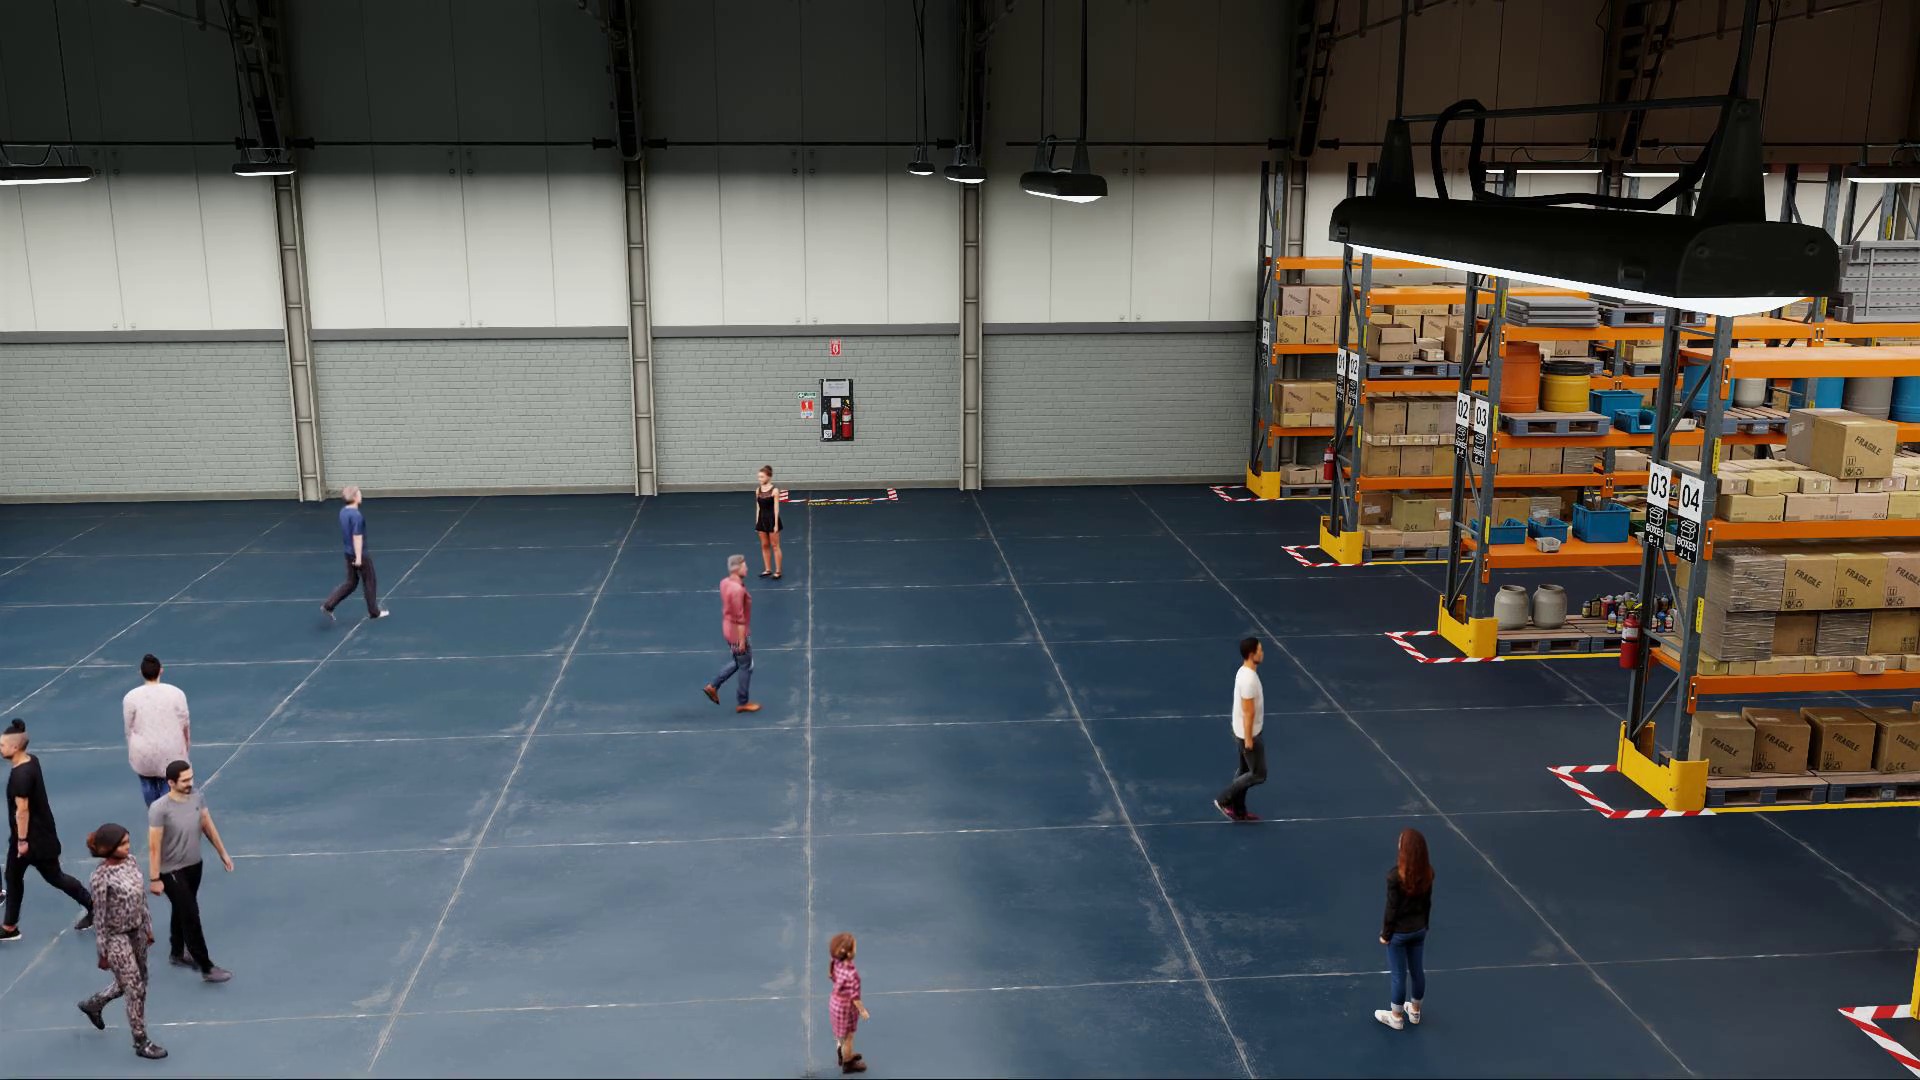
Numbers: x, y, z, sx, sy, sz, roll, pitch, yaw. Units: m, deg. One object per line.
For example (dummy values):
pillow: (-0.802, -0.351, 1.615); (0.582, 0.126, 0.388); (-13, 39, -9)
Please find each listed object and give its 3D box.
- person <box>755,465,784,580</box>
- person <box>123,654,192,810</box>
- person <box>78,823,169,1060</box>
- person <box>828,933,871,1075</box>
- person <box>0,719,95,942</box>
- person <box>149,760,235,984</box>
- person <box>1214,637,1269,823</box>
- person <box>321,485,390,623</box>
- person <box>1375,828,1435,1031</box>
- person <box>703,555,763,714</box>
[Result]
person: (-2.808, -0.269, 24.490); (0.674, 1.681, 0.752); (8, 15, 31)
person: (-7.262, 1.897, 15.037); (0.817, 1.726, 0.869); (-5, 14, -20)
person: (-5.813, 2.747, 11.429); (1.023, 1.699, 0.776); (4, 14, 17)
person: (-0.796, 3.139, 11.242); (0.552, 1.019, 0.507); (-7, 15, -28)
person: (-7.198, 2.296, 13.099); (1.282, 1.824, 0.999); (-7, 15, -27)
person: (-5.952, 2.474, 12.559); (1.068, 1.721, 0.880); (3, 13, 11)
person: (2.574, 1.778, 15.399); (0.760, 1.795, 0.729); (1, 13, 6)
person: (-8.088, 0.217, 22.040); (1.100, 1.841, 1.201); (13, 18, 43)
person: (3.186, 2.758, 11.859); (0.551, 1.483, 0.688); (-6, 14, -26)
person: (-2.562, 1.058, 18.474); (0.979, 1.811, 0.863); (-6, 14, -24)
